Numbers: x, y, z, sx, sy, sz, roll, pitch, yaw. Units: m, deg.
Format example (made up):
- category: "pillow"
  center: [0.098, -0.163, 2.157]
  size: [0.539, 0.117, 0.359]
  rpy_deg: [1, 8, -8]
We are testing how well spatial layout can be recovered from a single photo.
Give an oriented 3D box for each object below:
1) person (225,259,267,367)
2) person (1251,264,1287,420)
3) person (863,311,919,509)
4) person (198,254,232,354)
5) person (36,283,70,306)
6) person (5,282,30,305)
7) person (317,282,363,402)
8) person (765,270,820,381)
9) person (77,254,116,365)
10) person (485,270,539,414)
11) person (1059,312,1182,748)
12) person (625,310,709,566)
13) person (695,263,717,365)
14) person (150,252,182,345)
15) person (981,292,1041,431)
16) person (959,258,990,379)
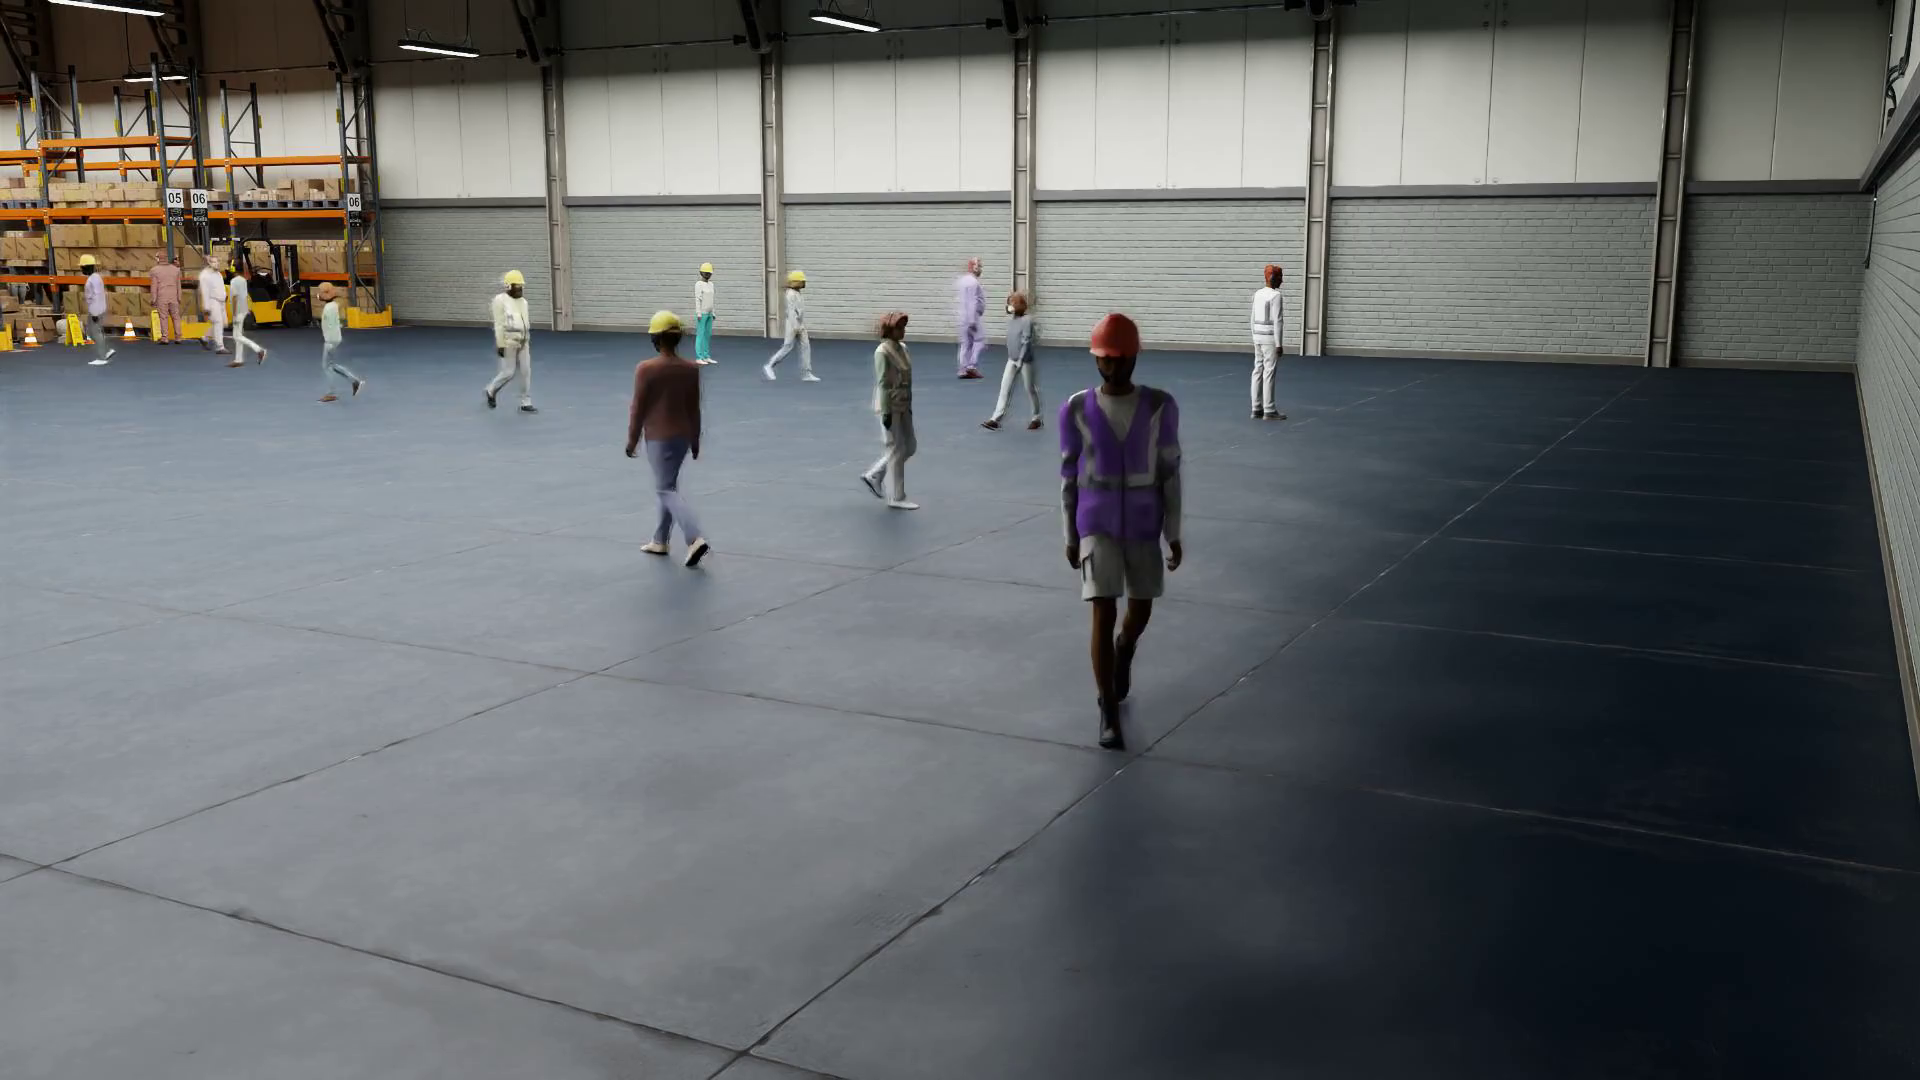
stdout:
- category: "person"
  center: [-12.180, -3.846, 28.246]
  size: [0.694, 1.853, 0.517]
  rpy_deg: [0, 10, 1]
- category: "person"
  center: [3.765, -2.412, 20.318]
  size: [0.362, 1.886, 0.576]
  rpy_deg: [-4, 11, -21]
- category: "person"
  center: [-0.564, -1.065, 13.657]
  size: [0.459, 1.625, 0.538]
  rpy_deg: [4, 11, 20]
- category: "person"
  center: [-14.138, -4.455, 31.456]
  size: [0.598, 1.886, 0.657]
  rpy_deg: [0, 10, 1]
- category: "person"
  center: [-22.266, -6.240, 40.772]
  size: [1.052, 2.000, 0.698]
  rpy_deg: [5, 12, 27]
- category: "person"
  center: [-24.414, -6.607, 43.067]
  size: [0.371, 1.935, 0.627]
  rpy_deg: [5, 12, 27]
- category: "person"
  center: [-8.440, -2.674, 22.475]
  size: [0.507, 1.614, 0.513]
  rpy_deg: [-2, 11, -12]
- category: "person"
  center: [-2.599, -3.313, 25.701]
  size: [0.818, 1.714, 0.482]
  rpy_deg: [4, 11, 20]
- category: "person"
  center: [-15.031, -3.990, 28.851]
  size: [0.406, 1.911, 0.619]
  rpy_deg: [-5, 12, -27]
- category: "person"
  center: [-5.674, -2.497, 20.971]
  size: [0.649, 1.813, 0.594]
  rpy_deg: [6, 12, 29]
- category: "person"
  center: [0.716, -0.086, 7.572]
  size: [0.545, 1.915, 0.859]
  rpy_deg: [0, 10, -1]
- category: "person"
  center: [-1.974, -0.706, 11.409]
  size: [0.836, 1.736, 0.520]
  rpy_deg: [8, 13, 38]
- category: "person"
  center: [-4.421, -3.943, 29.007]
  size: [0.332, 1.763, 0.527]
  rpy_deg: [5, 11, 23]
- category: "person"
  center: [-16.347, -4.971, 34.224]
  size: [0.406, 1.905, 0.641]
  rpy_deg: [8, 13, 36]
- category: "person"
  center: [0.625, -2.020, 18.991]
  size: [0.863, 1.586, 0.501]
  rpy_deg: [-9, 14, -42]
- category: "person"
  center: [0.216, -3.450, 25.972]
  size: [0.532, 1.884, 0.664]
  rpy_deg: [-2, 11, -12]
